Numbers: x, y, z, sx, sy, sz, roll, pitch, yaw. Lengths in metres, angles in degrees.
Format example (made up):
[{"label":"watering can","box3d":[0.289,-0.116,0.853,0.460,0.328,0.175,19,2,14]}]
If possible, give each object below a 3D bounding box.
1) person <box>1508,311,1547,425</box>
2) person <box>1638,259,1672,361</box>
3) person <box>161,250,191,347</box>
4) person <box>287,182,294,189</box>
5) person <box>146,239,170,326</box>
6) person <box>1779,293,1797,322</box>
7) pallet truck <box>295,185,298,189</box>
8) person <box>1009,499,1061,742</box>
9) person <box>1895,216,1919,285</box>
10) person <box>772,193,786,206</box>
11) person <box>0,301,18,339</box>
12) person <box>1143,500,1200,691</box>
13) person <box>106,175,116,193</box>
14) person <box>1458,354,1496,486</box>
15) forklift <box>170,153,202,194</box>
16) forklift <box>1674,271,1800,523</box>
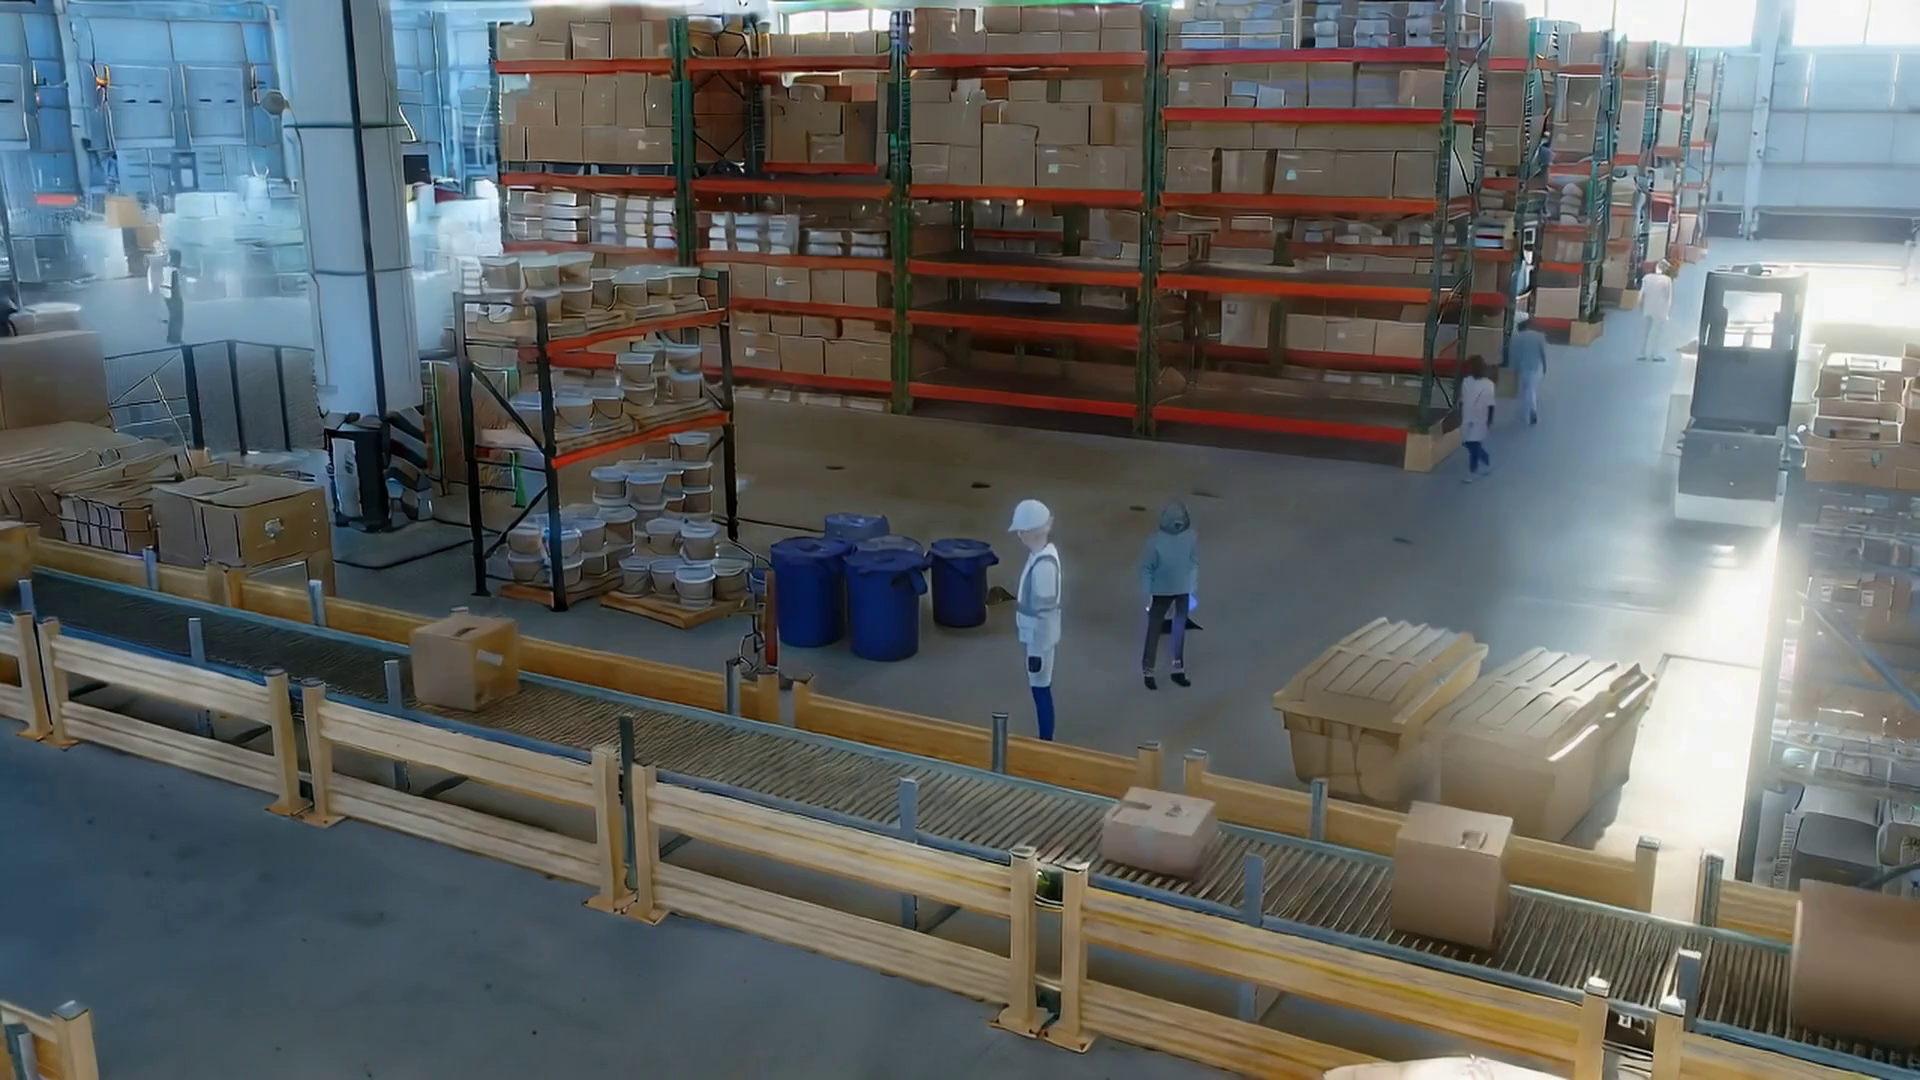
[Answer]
[{"label":"person","box3d":[8.556,-2.590,25.061,0.593,1.705,0.735,2,15,7]},{"label":"person","box3d":[13.048,-4.304,31.168,0.399,1.899,0.646,-9,17,-29]},{"label":"person","box3d":[-15.544,-4.770,32.913,0.447,1.897,0.620,-13,20,-40]},{"label":"person","box3d":[-23.466,-11.583,58.448,0.371,1.940,0.627,6,16,20]},{"label":"person","box3d":[-17.317,-5.595,36.110,0.554,1.848,0.599,-3,15,-10]},{"label":"person","box3d":[15.642,-4.242,31.434,0.284,1.634,0.498,4,15,15]},{"label":"pallet truck","box3d":[-26.804,-14.617,69.738,1.885,1.965,0.823,-14,20,-42]},{"label":"person","box3d":[0.543,0.696,12.097,0.381,2.039,0.606,0,15,1]},{"label":"person","box3d":[24.989,-7.595,43.684,0.574,1.815,0.599,1,15,2]},{"label":"person","box3d":[-5.944,-10.771,55.582,0.637,1.840,0.429,2,15,6]},{"label":"person","box3d":[-15.924,-3.328,27.455,0.992,1.923,0.624,8,17,27]},{"label":"person","box3d":[1.746,0.455,13.800,0.497,1.625,0.287,-5,16,-19]},{"label":"person","box3d":[-33.141,-13.342,65.166,0.600,1.879,0.960,11,19,37]},{"label":"person","box3d":[6.655,-1.553,21.243,0.686,1.669,0.541,-8,17,-26]},{"label":"forklift","box3d":[-28.889,-13.072,62.240,1.873,2.768,1.129,8,17,28]},{"label":"forklift","box3d":[9.269,-1.763,19.726,1.129,2.768,1.873,8,17,27]}]
